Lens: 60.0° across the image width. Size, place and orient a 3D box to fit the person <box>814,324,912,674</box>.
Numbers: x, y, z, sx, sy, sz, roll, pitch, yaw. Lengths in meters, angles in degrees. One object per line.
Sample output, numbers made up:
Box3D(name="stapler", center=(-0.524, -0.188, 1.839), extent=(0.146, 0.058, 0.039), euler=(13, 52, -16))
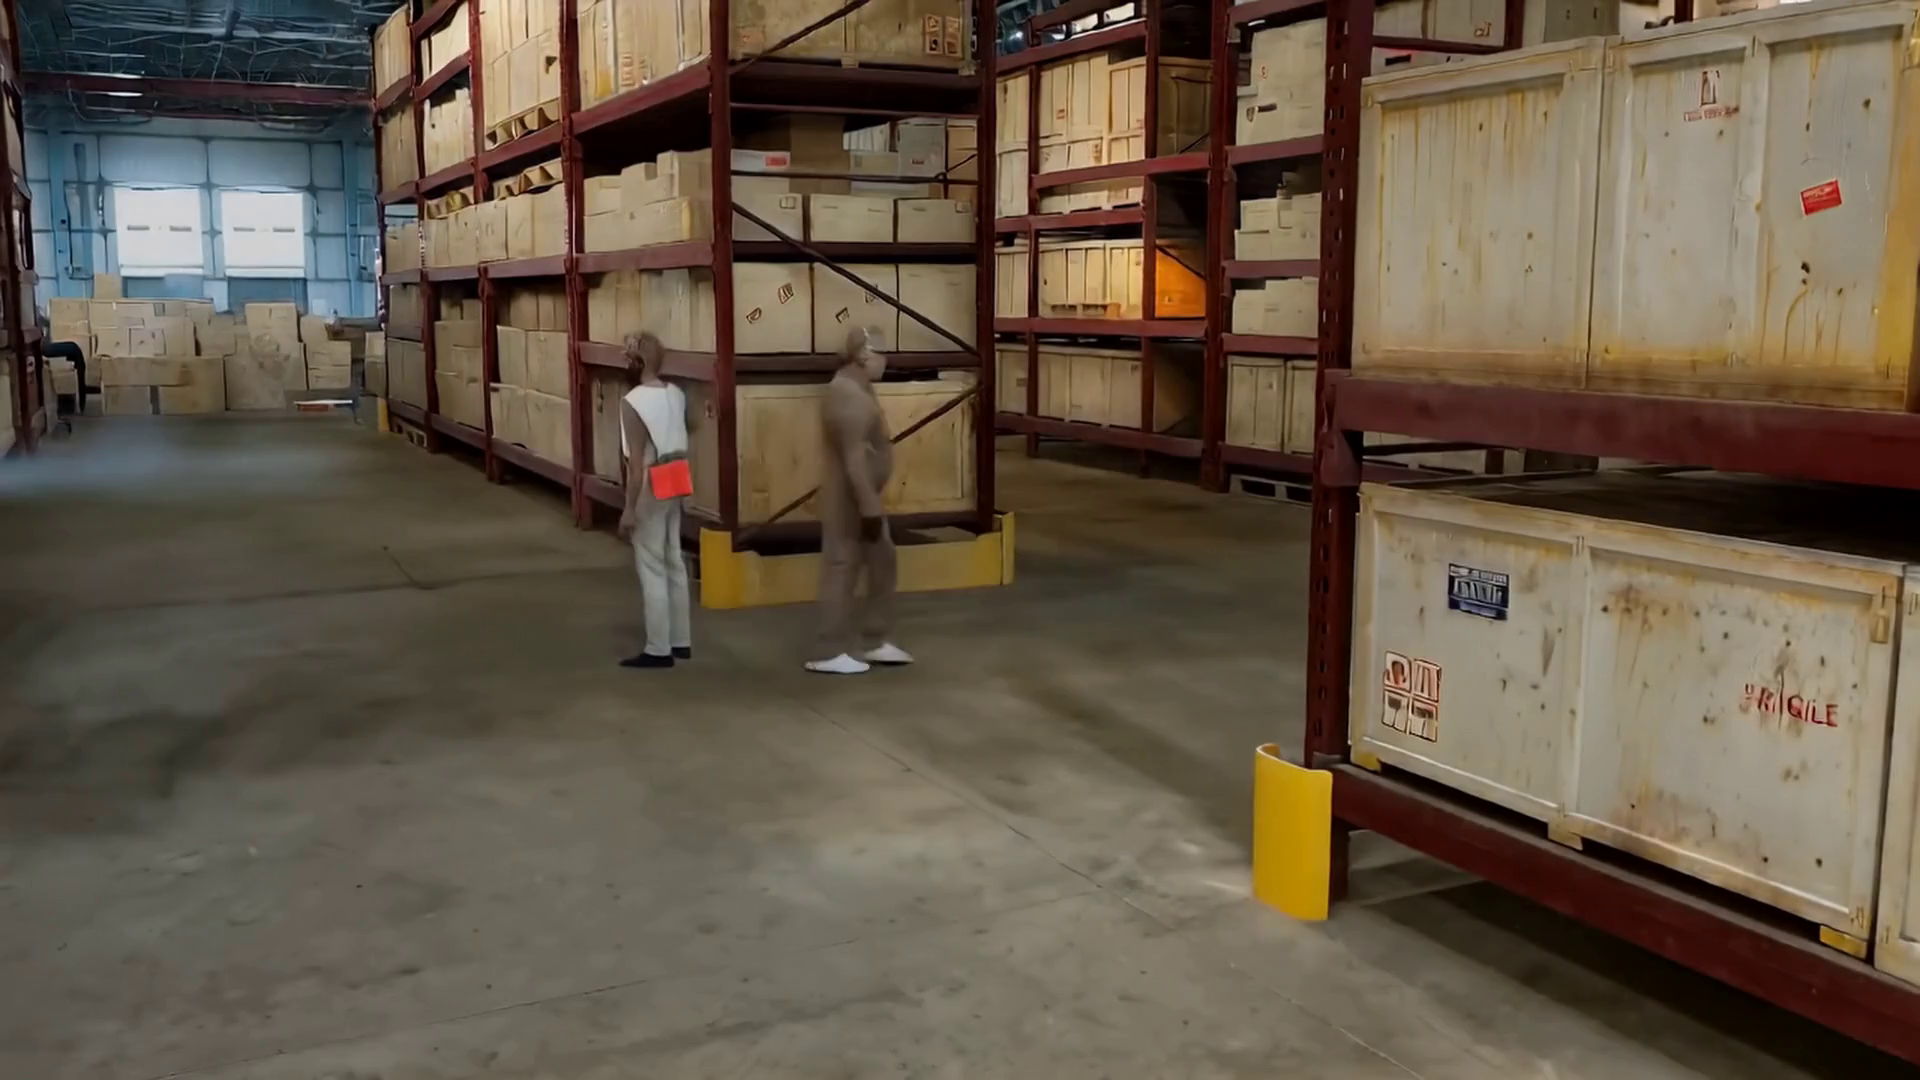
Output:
Box3D(name="person", center=(-0.489, -0.205, 8.915), extent=(0.692, 1.880, 0.676), euler=(0, 8, -1))

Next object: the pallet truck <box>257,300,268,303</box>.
Box3D(name="pallet truck", center=(-23.913, -7.404, 58.171), extent=(1.885, 1.965, 0.823), euler=(-1, 8, -9))

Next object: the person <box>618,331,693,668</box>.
Box3D(name="person", center=(-1.668, -0.217, 9.130), extent=(0.373, 1.843, 0.571), euler=(3, 9, 18))

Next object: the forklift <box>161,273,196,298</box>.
Box3D(name="forklift", center=(-24.375, -6.952, 52.030), extent=(1.873, 2.768, 1.129), euler=(6, 10, 35))

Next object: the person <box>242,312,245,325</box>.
Box3D(name="person", center=(-23.955, -6.896, 55.899), extent=(0.308, 1.640, 0.511), euler=(-1, 8, -6))
